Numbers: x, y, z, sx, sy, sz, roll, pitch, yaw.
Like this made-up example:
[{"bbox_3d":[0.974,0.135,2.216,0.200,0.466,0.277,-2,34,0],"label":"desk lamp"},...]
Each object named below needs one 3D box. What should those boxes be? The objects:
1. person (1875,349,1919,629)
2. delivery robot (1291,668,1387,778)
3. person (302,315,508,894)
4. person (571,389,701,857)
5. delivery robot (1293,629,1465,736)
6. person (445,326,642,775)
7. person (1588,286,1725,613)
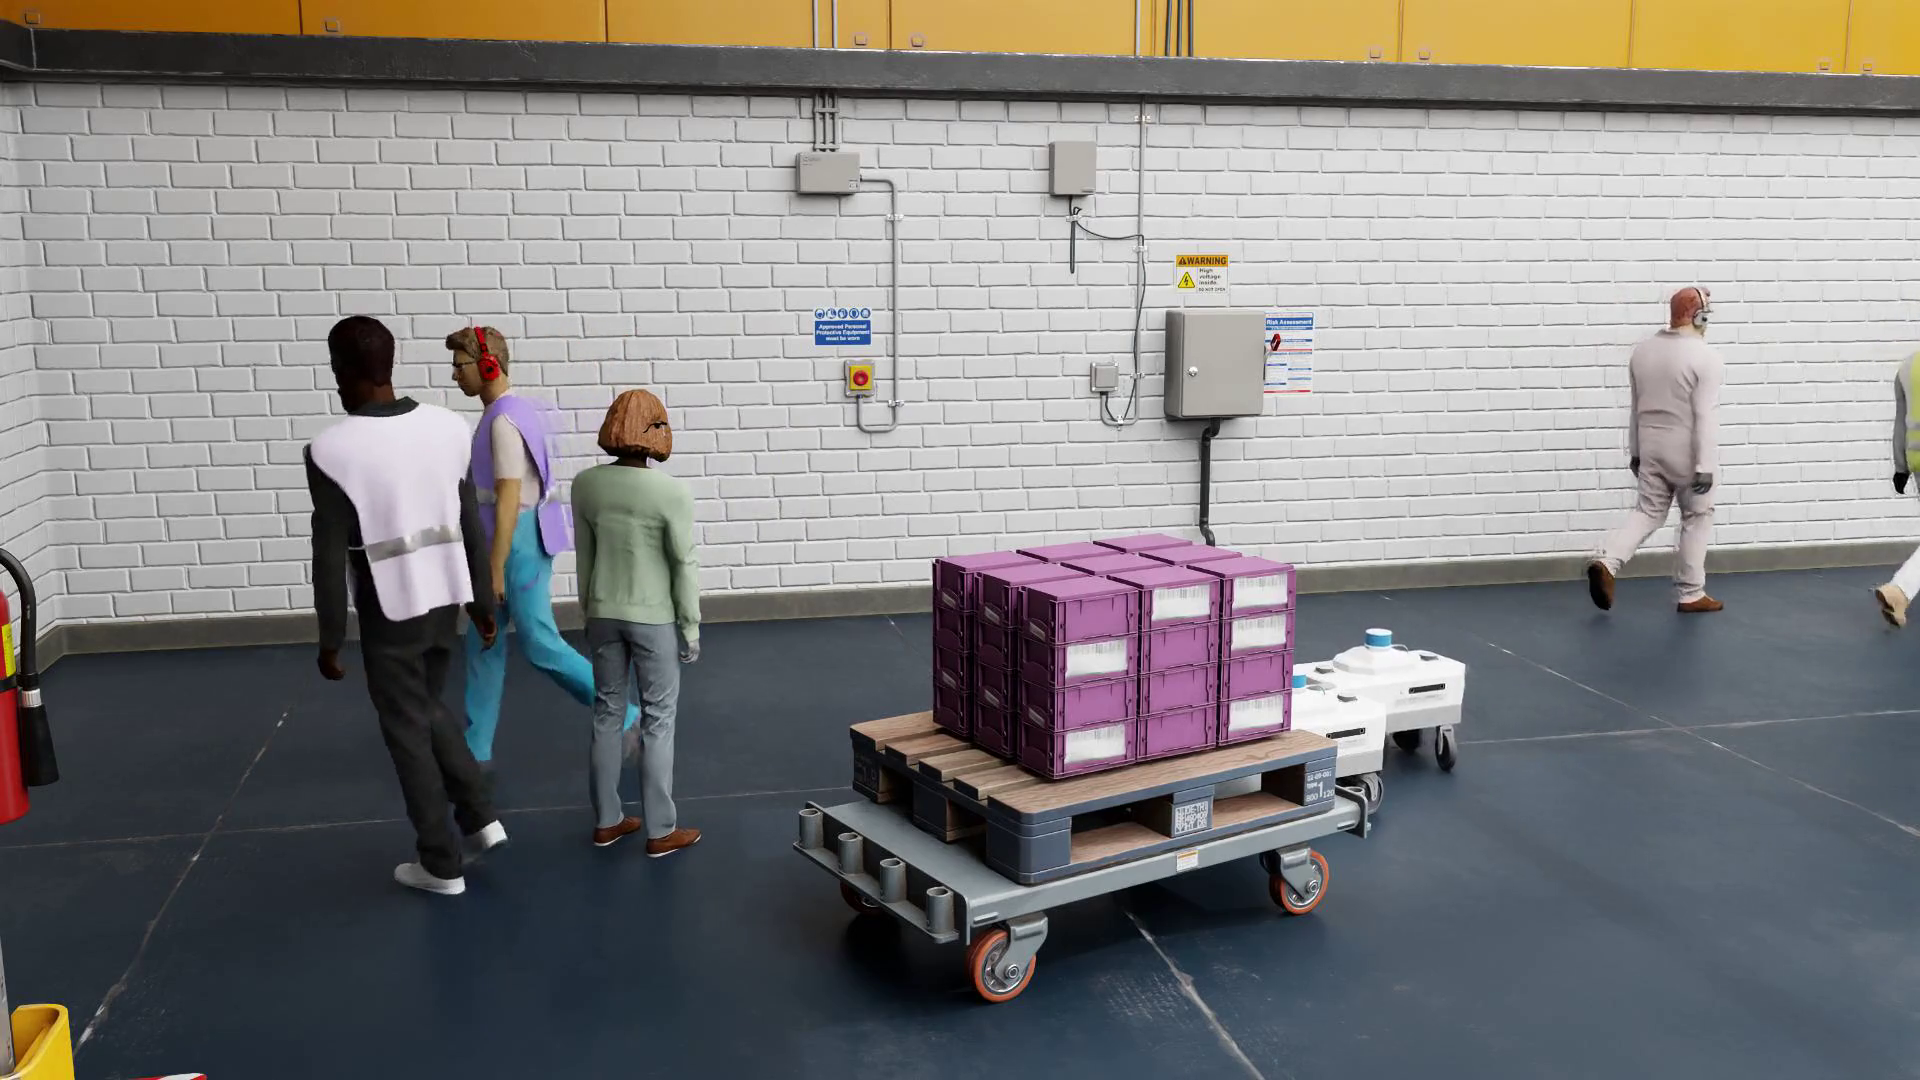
[{"bbox_3d":[5.358,-0.403,9.093,0.861,1.813,0.630,-3,11,-18],"label":"person"},{"bbox_3d":[1.218,0.714,6.130,0.707,0.478,0.477,-5,11,-26],"label":"delivery robot"},{"bbox_3d":[-1.785,0.235,5.342,0.449,1.890,0.633,6,12,31],"label":"person"},{"bbox_3d":[-1.121,0.289,5.790,0.493,1.624,0.280,4,11,21],"label":"person"},{"bbox_3d":[1.688,0.603,6.745,0.707,0.478,0.477,-4,11,-23],"label":"delivery robot"},{"bbox_3d":[-1.701,0.056,6.591,0.884,1.807,0.629,-3,11,-18],"label":"person"},{"bbox_3d":[3.999,-0.492,9.402,0.810,1.878,0.654,-4,11,-23],"label":"person"}]
